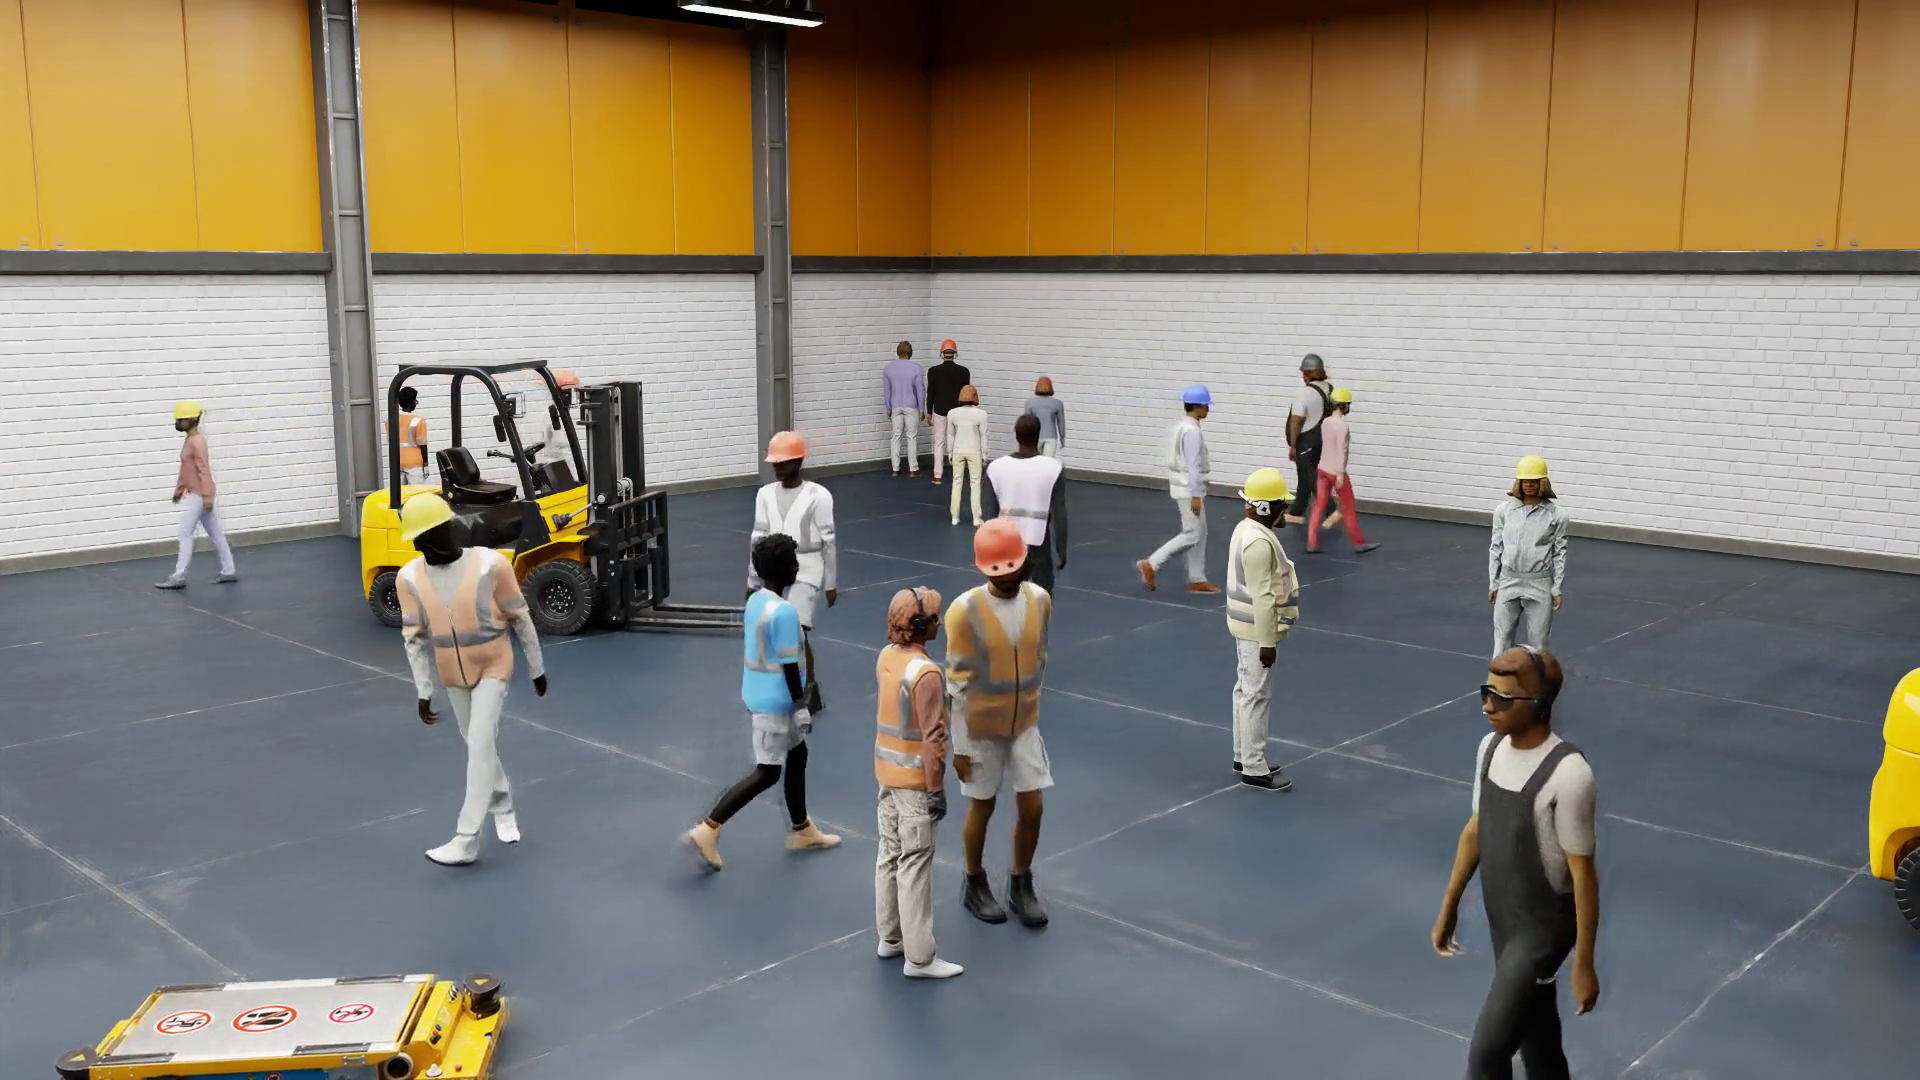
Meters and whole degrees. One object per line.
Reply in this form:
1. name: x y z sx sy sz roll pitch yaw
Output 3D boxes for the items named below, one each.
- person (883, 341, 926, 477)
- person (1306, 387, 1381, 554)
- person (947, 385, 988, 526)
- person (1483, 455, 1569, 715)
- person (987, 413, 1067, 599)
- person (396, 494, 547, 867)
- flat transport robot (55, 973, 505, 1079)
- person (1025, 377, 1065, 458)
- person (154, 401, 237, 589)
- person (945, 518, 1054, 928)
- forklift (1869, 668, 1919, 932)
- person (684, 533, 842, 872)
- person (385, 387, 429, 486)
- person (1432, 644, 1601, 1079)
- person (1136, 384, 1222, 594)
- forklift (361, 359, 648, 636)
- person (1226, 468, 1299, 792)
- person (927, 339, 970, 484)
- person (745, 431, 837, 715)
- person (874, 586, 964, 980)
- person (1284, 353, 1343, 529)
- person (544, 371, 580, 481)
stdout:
1. person: -0.780 -1.855 23.599 0.631 1.940 0.372 3 10 20
2. person: 3.968 -0.704 17.173 0.794 1.735 0.547 -3 10 -15
3. person: 0.088 -0.974 19.169 0.497 1.627 0.288 3 10 18
4. person: 3.715 0.310 10.920 0.484 1.745 0.298 4 10 24
5. person: 0.482 0.034 12.196 0.608 1.879 0.641 3 10 17
6. person: -2.459 0.682 8.290 0.648 1.858 0.856 2 9 10
7. flat transport robot: -2.448 1.833 6.087 1.431 0.197 0.652 -1 9 -7
8. person: 1.074 -1.273 21.087 0.520 1.581 0.851 1 9 7
9. person: -7.155 -0.411 15.391 0.825 1.733 0.540 -5 11 -29
10. person: 0.157 0.815 7.359 0.558 1.889 0.619 -5 10 -26
11. forklift: 5.205 0.723 7.013 2.313 2.155 1.214 9 13 43
12. person: -0.983 0.791 8.188 0.780 1.670 0.535 -3 10 -18
13. person: -5.945 -0.808 17.943 0.529 1.689 0.321 4 10 21
14. person: 1.613 1.219 5.119 0.837 1.814 0.547 -2 9 -11
15. person: 2.002 -0.441 14.963 0.700 1.928 0.618 1 9 5
16. forklift: -3.850 -0.407 13.936 2.313 2.155 1.214 2 9 11
17. person: 1.720 0.502 9.469 0.404 1.833 0.590 0 9 1
18. person: -0.152 -1.755 22.846 0.610 1.987 0.402 -1 9 -8
19. person: -1.143 0.261 10.716 0.563 1.901 0.859 5 11 28
20. person: -0.201 1.006 6.967 0.315 1.641 0.515 -4 10 -25
21. person: 4.055 -1.151 18.972 0.686 2.000 0.956 -8 12 -41
22. person: -3.610 -0.586 15.637 1.020 1.991 0.630 -2 9 -13
